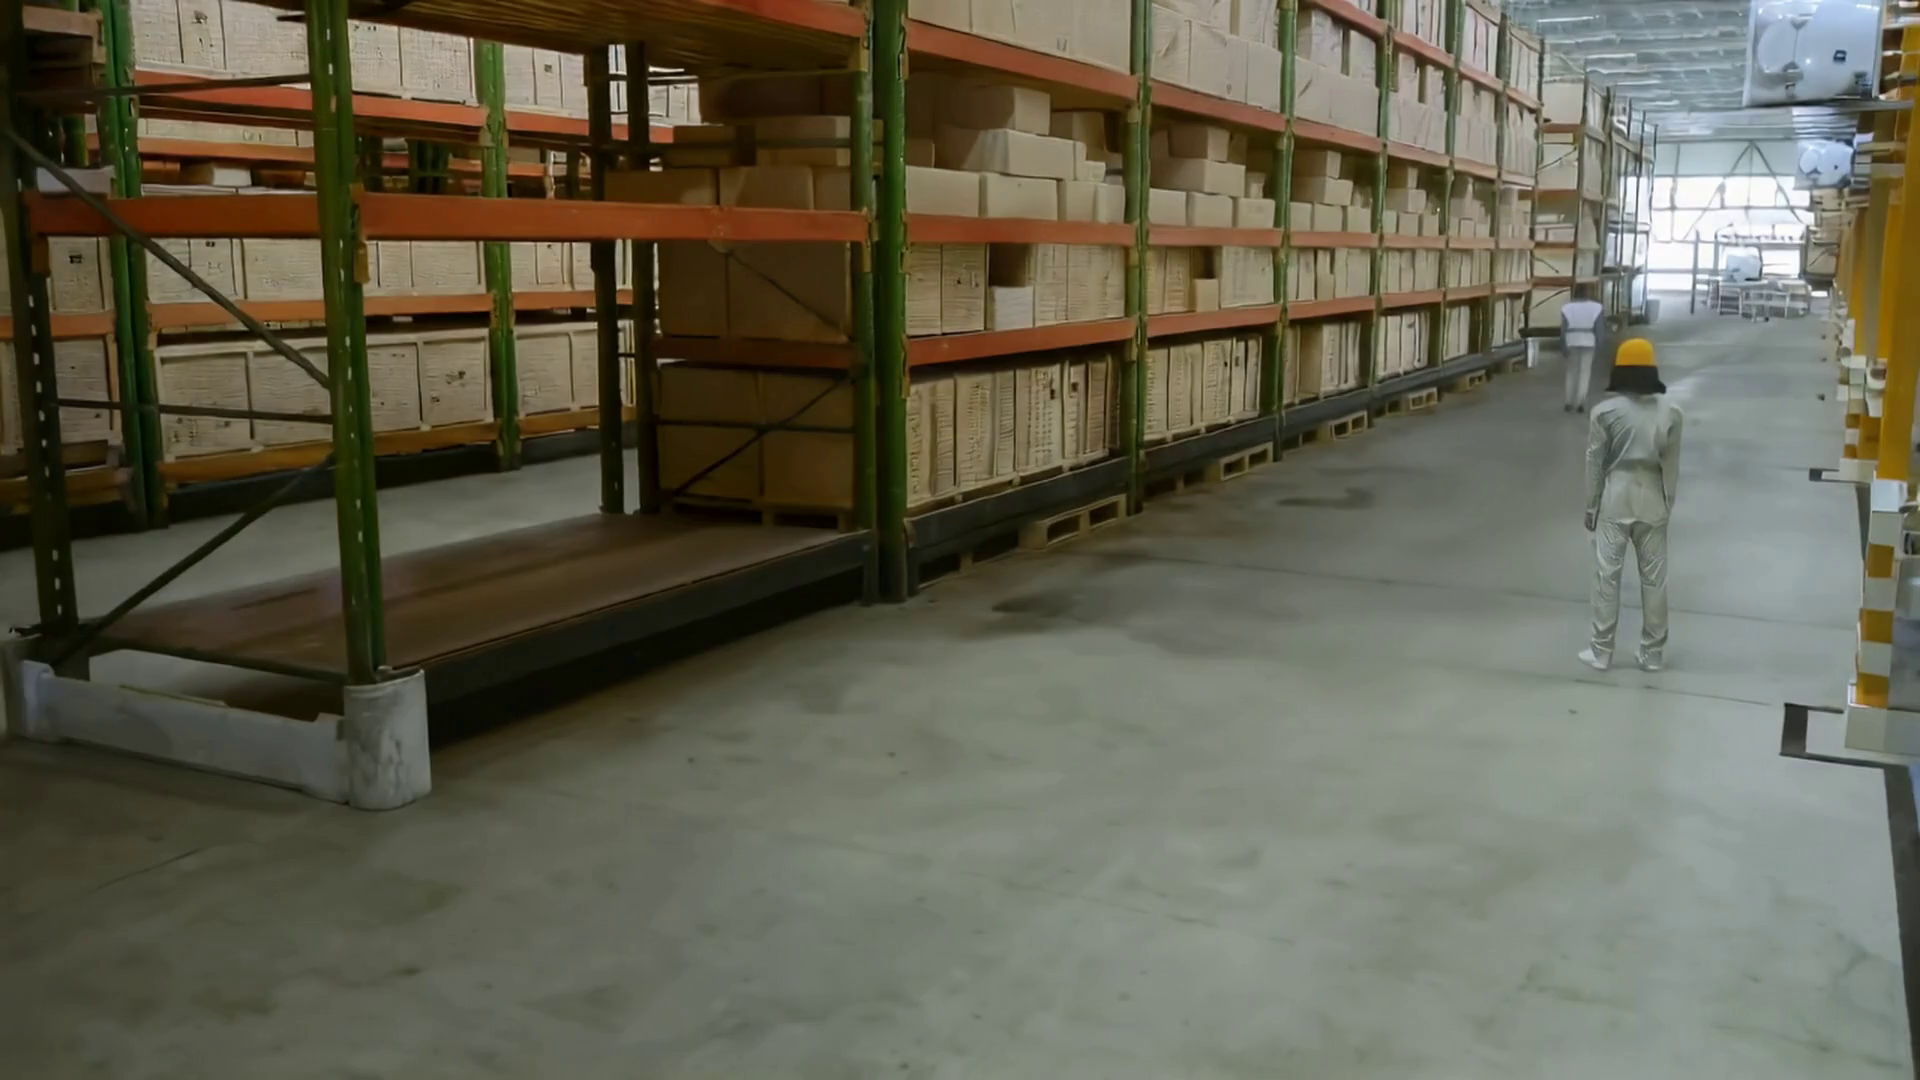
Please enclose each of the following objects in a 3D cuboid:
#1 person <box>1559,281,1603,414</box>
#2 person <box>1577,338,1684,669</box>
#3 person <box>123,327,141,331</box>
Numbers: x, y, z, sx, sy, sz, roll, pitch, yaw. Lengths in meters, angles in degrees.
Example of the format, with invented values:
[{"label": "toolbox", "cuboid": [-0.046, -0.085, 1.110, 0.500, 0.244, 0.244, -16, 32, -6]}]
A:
[{"label": "person", "cuboid": [8.458, -2.625, 22.693, 0.573, 1.801, 0.978, 4, 10, 20]}, {"label": "person", "cuboid": [3.518, -0.187, 8.753, 0.483, 1.735, 0.340, 0, 10, -1]}, {"label": "person", "cuboid": [-8.160, -1.490, 16.554, 0.514, 1.644, 0.307, 5, 11, 27]}]
